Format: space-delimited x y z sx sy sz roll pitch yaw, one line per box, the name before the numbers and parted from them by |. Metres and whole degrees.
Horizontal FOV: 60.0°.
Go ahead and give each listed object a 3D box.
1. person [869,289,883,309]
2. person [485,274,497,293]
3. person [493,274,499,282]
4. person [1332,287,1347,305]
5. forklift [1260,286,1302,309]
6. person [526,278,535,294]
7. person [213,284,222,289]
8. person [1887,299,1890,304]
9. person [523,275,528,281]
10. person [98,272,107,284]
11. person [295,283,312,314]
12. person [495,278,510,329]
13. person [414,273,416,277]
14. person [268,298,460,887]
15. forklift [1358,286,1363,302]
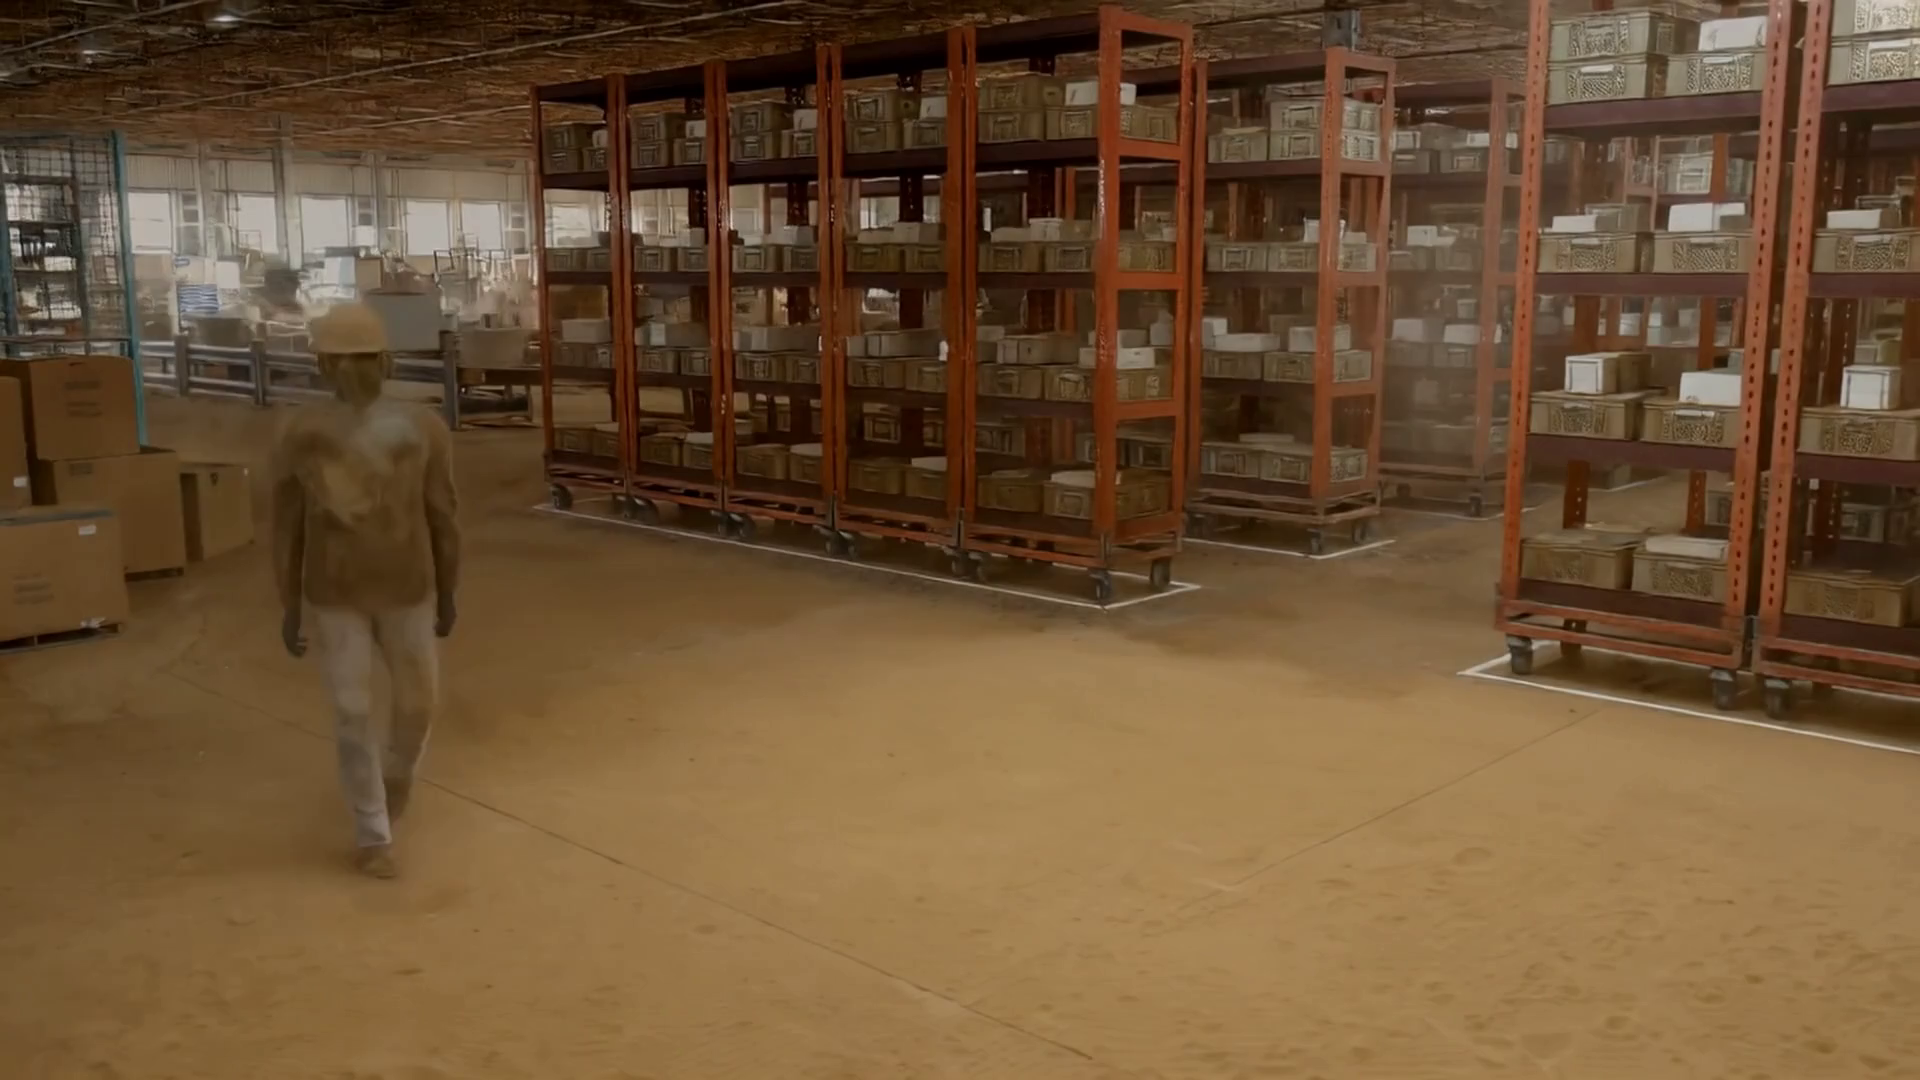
person | -3.118 -8.808 60.933 0.633 1.897 0.606 4 10 24
person | -17.480 -8.971 61.984 0.944 1.883 0.655 0 9 -1
person | -25.841 -13.942 92.664 0.521 1.825 0.697 1 9 8
person | 5.742 -2.909 24.760 0.654 1.906 0.406 9 13 43
forklift | 9.678 -7.750 51.459 1.129 2.768 1.873 -4 10 -24
person | -17.697 -9.913 68.377 0.471 1.687 0.538 -8 13 -42
person | -18.989 -5.743 42.616 0.535 1.740 0.484 -1 9 -4
person | 25.123 -6.068 44.564 0.534 1.765 0.323 9 13 43
person | -24.707 -14.251 94.800 0.494 1.741 0.315 9 13 43
person | -40.719 -11.788 79.182 0.519 1.910 0.613 -3 10 -19
person | -22.543 -8.303 57.420 0.876 2.000 0.676 -6 11 -33
person | -11.332 -5.564 41.212 0.402 1.858 0.517 -5 11 -30
person | -28.764 -13.130 87.551 0.537 1.865 0.312 9 13 43
person | -2.046 0.158 5.743 0.619 1.976 0.643 -4 10 -25
forklift | 11.100 -7.017 46.970 1.873 2.768 1.129 9 13 43
